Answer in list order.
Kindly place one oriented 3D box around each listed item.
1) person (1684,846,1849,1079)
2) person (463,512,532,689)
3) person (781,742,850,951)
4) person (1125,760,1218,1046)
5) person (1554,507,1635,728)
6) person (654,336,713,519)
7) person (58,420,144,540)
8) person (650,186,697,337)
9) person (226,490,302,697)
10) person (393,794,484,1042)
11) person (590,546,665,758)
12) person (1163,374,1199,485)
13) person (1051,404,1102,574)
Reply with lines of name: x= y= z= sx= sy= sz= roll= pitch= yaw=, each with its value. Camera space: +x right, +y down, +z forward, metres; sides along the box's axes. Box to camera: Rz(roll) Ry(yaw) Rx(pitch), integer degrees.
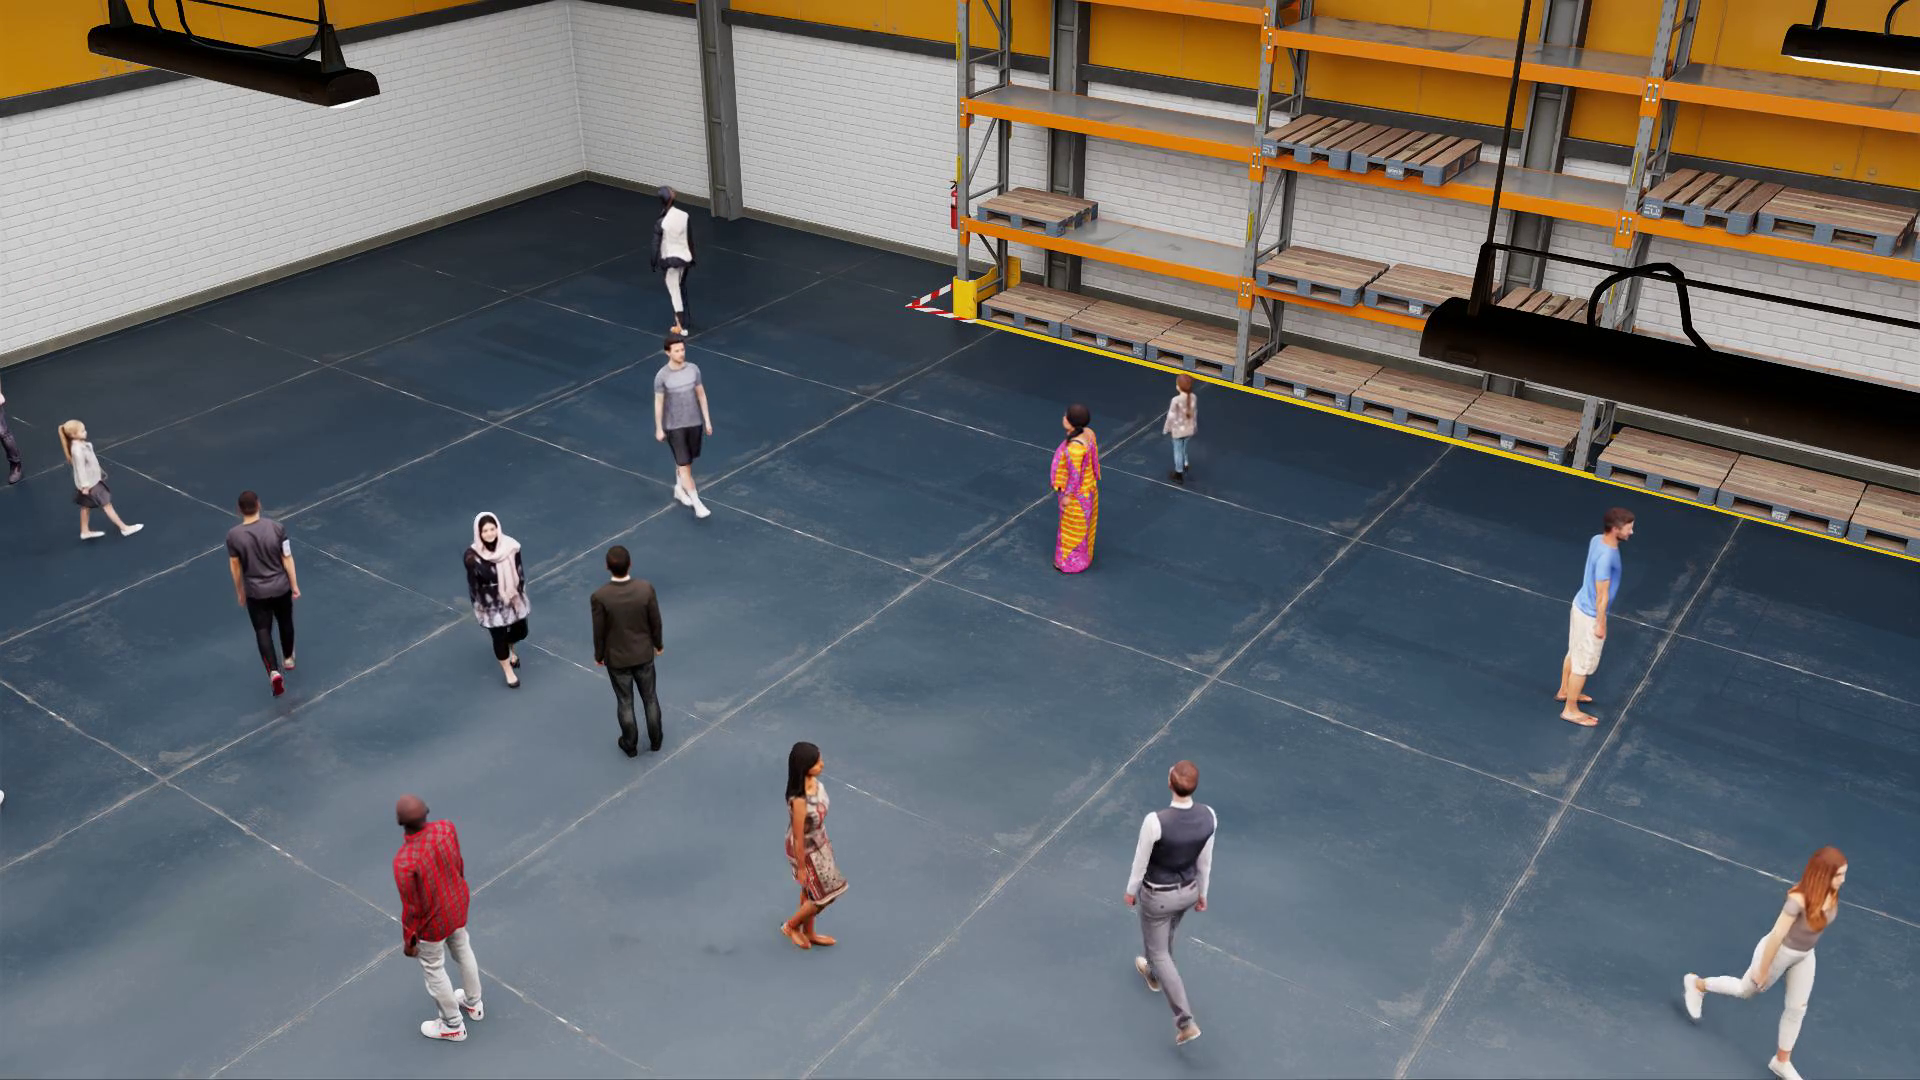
person: x=4.893 y=2.463 z=10.019 sx=0.970 sy=1.684 sz=1.220 roll=-13 pitch=31 yaw=-22
person: x=-3.837 y=0.452 z=13.766 sx=0.770 sy=1.626 sz=0.835 roll=-17 pitch=33 yaw=-28
person: x=-1.073 y=2.020 z=10.879 sx=0.861 sy=1.638 sz=0.806 roll=2 pitch=29 yaw=4
person: x=1.319 y=2.228 z=10.216 sx=1.079 sy=1.908 sz=1.265 roll=-11 pitch=30 yaw=-19
person: x=5.053 y=0.572 z=13.299 sx=0.709 sy=1.864 sz=0.733 roll=6 pitch=29 yaw=10
person: x=-2.803 y=-1.173 z=16.519 sx=0.875 sy=1.843 sz=1.150 roll=-21 pitch=35 yaw=-34
person: x=-8.458 y=-0.559 z=16.010 sx=0.806 sy=1.252 sz=0.823 roll=-13 pitch=31 yaw=-22
person: x=-3.487 y=-3.432 z=20.620 sx=0.784 sy=1.882 sz=0.741 roll=-23 pitch=36 yaw=-36
person: x=-5.688 y=0.447 z=13.657 sx=0.992 sy=1.740 sz=1.187 roll=-12 pitch=31 yaw=-21
person: x=-3.200 y=2.291 z=10.195 sx=0.611 sy=1.817 sz=0.681 roll=15 pitch=32 yaw=25
person: x=-2.553 y=0.854 z=12.844 sx=0.757 sy=1.803 sz=0.746 roll=-11 pitch=31 yaw=-20
person: x=2.315 y=-1.127 z=17.120 sx=0.543 sy=1.185 sz=0.553 roll=-16 pitch=33 yaw=-27
person: x=1.059 y=-0.521 z=15.488 sx=0.755 sy=1.686 sz=0.732 roll=8 pitch=30 yaw=15
